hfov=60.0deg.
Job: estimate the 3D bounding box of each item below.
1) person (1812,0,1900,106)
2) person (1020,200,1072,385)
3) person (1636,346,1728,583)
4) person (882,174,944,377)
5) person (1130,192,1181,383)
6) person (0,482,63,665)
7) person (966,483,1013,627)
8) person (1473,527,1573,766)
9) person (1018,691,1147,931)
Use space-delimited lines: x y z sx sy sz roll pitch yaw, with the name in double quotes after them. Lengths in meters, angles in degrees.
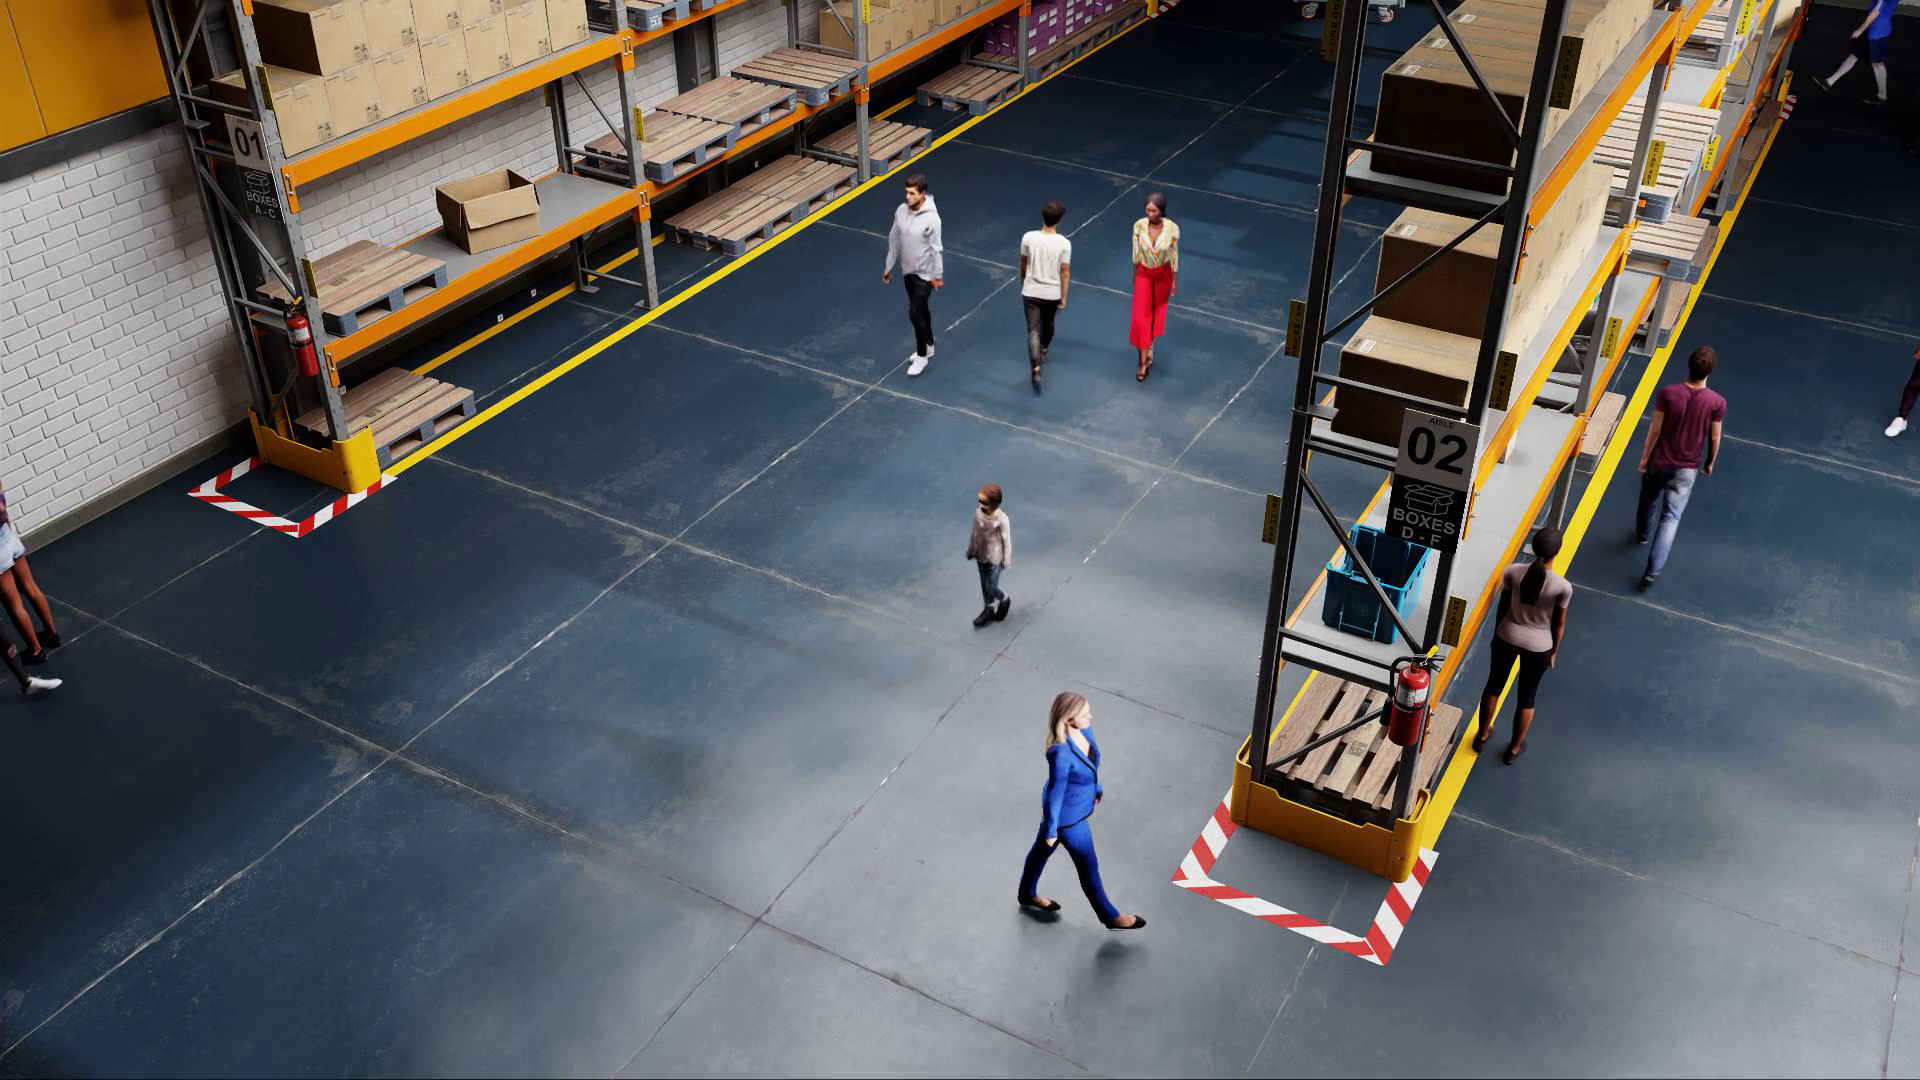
11.976 -6.529 21.577 0.769 1.781 1.120 17 37 23 "person"
0.741 -2.233 15.204 0.944 1.681 1.188 2 34 3 "person"
5.373 -0.536 12.536 0.723 1.809 1.172 16 37 23 "person"
-0.319 -2.527 15.442 0.799 1.906 0.868 28 43 36 "person"
1.793 -2.396 15.376 0.804 1.762 0.968 2 34 3 "person"
-6.721 0.095 11.645 0.727 1.743 0.597 3 34 4 "person"
0.252 0.089 12.156 0.608 1.188 0.553 -29 43 -36 "person"
3.636 0.680 10.764 0.580 1.745 0.514 18 38 25 "person"
0.508 1.540 9.535 0.894 1.671 1.038 8 34 12 "person"
